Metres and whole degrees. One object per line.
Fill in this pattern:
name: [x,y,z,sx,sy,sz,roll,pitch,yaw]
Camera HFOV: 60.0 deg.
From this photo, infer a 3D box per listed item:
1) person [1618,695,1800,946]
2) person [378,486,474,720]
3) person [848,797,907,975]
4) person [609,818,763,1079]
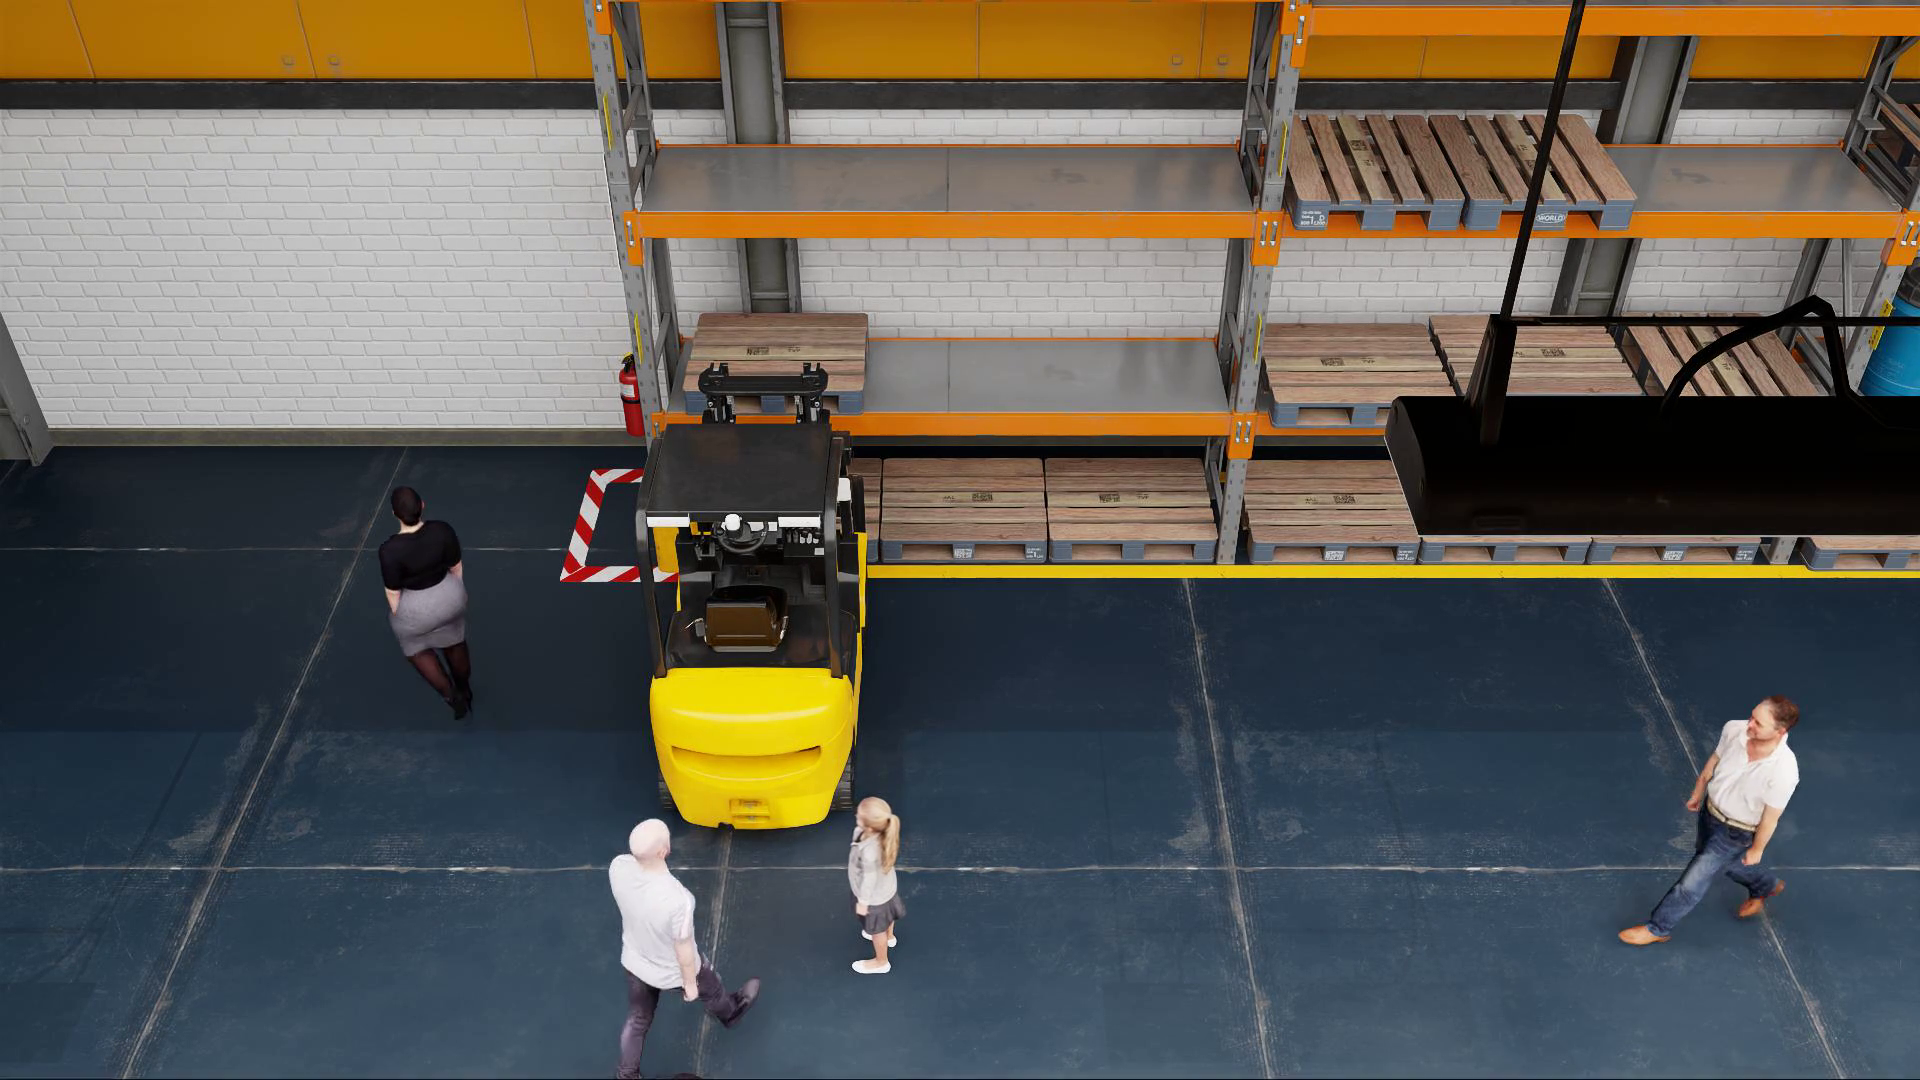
person: [4.210,1.506,8.889,1.226,1.825,0.809,-6,39,-8]
person: [-3.227,0.459,10.262,0.890,1.747,0.947,-28,47,-31]
person: [-0.454,1.834,8.918,0.569,1.275,0.550,8,39,10]
person: [-1.529,2.126,8.150,1.266,1.779,1.179,23,44,26]
